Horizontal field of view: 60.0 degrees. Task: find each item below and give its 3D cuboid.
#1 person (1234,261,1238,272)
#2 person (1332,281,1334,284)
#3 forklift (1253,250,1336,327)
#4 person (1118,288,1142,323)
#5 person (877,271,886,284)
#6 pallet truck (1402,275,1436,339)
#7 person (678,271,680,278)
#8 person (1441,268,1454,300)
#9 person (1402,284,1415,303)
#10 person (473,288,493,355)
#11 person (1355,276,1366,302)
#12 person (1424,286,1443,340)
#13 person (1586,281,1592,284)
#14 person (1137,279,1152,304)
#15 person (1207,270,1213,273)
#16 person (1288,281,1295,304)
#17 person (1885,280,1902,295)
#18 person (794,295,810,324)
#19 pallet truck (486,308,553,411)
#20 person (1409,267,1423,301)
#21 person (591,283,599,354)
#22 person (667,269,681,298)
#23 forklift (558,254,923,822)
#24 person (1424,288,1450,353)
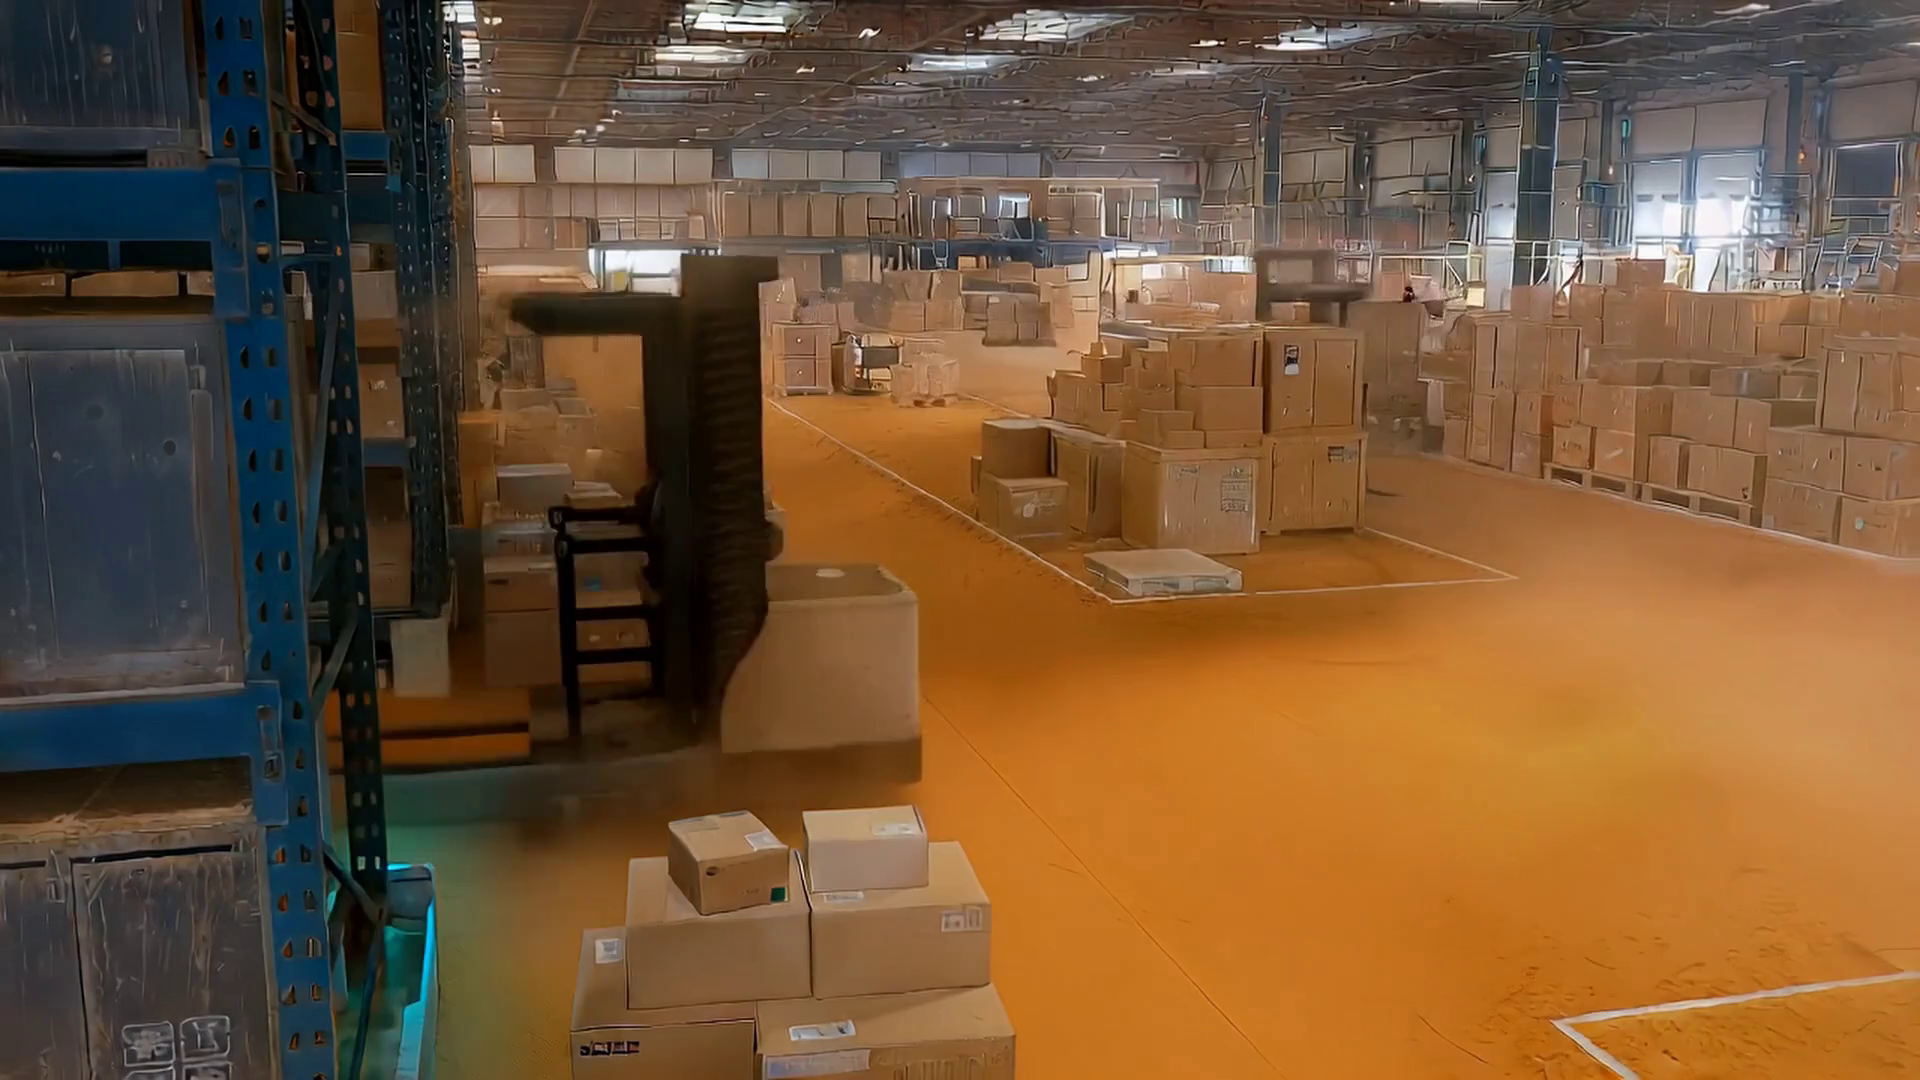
[{"bbox_3d":[16.193,-15.474,98.300,0.623,1.993,0.384,-10,14,-44],"label":"person"},{"bbox_3d":[13.743,-9.147,62.734,0.640,1.904,0.892,5,11,25],"label":"person"},{"bbox_3d":[3.971,-2.092,20.022,1.129,2.768,1.873,-3,10,-15],"label":"forklift"},{"bbox_3d":[3.943,-4.759,37.862,0.653,1.913,0.911,8,13,40],"label":"person"},{"bbox_3d":[-2.777,-8.652,59.696,0.390,1.986,0.609,7,12,36],"label":"person"},{"bbox_3d":[14.620,-7.324,52.145,0.823,1.965,1.885,8,13,40],"label":"pallet truck"},{"bbox_3d":[-14.690,-13.642,88.288,0.604,1.863,0.504,-2,10,-13],"label":"person"},{"bbox_3d":[21.397,-10.967,72.958,0.543,1.932,0.370,8,13,37],"label":"person"},{"bbox_3d":[11.266,-5.484,41.945,0.383,1.933,0.671,3,10,15],"label":"person"},{"bbox_3d":[-11.867,-5.332,41.338,0.526,1.840,0.867,0,10,2],"label":"person"},{"bbox_3d":[14.155,-8.446,59.012,0.629,1.818,0.720,-2,10,-13],"label":"person"},{"bbox_3d":[14.524,-6.927,50.862,0.886,1.655,0.528,-4,11,-23],"label":"person"},{"bbox_3d":[19.082,-6.974,50.644,0.530,1.835,0.353,-4,11,-23],"label":"person"},{"bbox_3d":[5.345,-6.630,48.412,0.383,1.928,0.588,-6,12,-32],"label":"person"},{"bbox_3d":[10.644,-10.616,71.134,0.992,1.874,0.609,-3,10,-17],"label":"person"},{"bbox_3d":[11.013,-7.736,55.256,0.493,1.720,0.661,3,11,19],"label":"person"},{"bbox_3d":[26.667,-6.475,47.507,0.552,1.935,0.370,-3,10,-16],"label":"person"},{"bbox_3d":[-3.923,-5.245,41.238,0.552,1.686,0.384,9,13,41],"label":"person"},{"bbox_3d":[-6.242,-2.418,24.362,0.823,1.965,1.885,1,10,3],"label":"pallet truck"},{"bbox_3d":[20.947,-11.568,76.393,0.652,1.923,0.490,4,11,19],"label":"person"},{"bbox_3d":[-9.835,-5.982,44.874,0.547,1.873,1.012,-1,10,-6],"label":"person"},{"bbox_3d":[-10.872,-9.284,63.180,0.835,2.012,0.636,10,14,43],"label":"person"},{"bbox_3d":[-1.213,-0.097,8.725,1.873,2.768,1.129,-3,10,-15],"label":"forklift"},{"bbox_3d":[11.584,-5.186,40.412,0.609,1.863,0.993,6,12,29],"label":"person"}]
